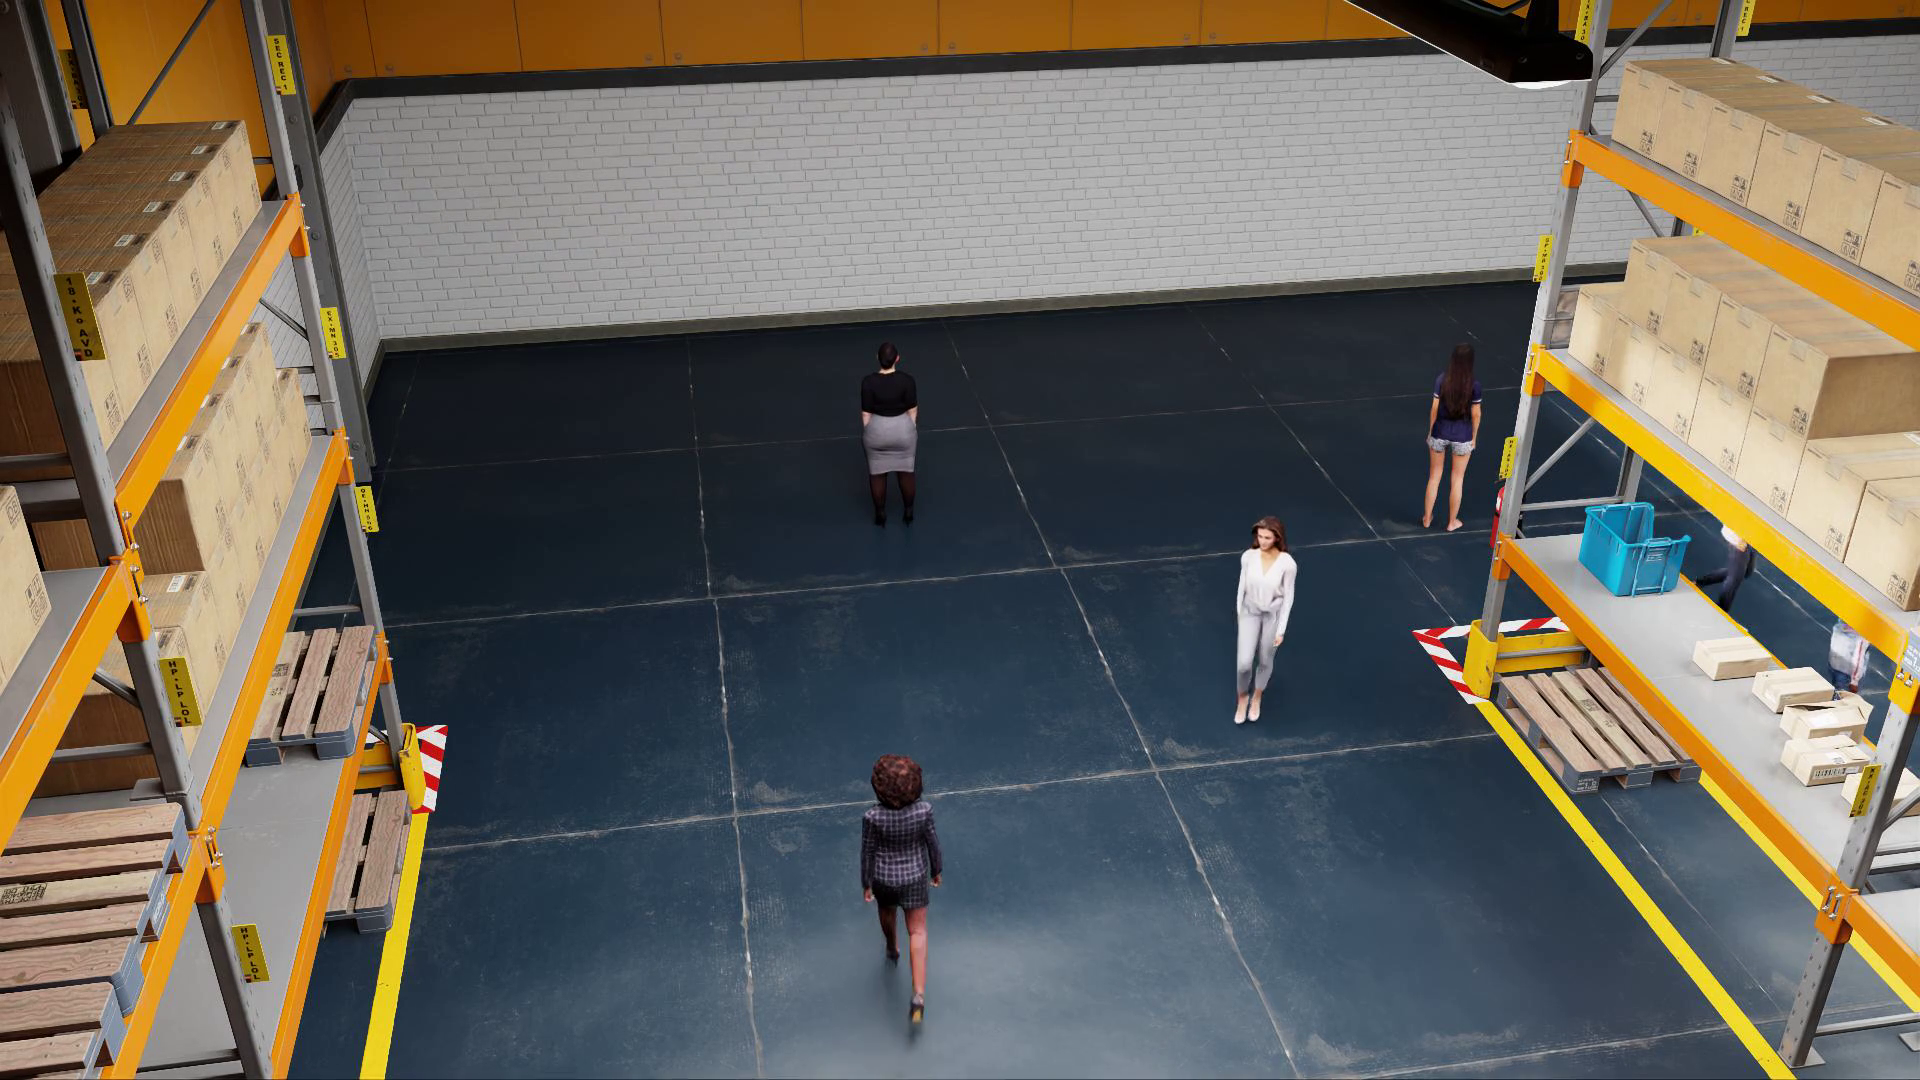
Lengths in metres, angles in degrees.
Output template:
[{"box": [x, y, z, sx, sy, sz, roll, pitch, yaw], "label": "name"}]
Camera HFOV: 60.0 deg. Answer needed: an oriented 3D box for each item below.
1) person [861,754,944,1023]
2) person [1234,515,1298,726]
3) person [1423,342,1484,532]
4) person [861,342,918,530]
[{"box": [-0.330, 2.008, 9.539, 0.652, 1.672, 1.028, -3, 29, -6], "label": "person"}, {"box": [2.234, 0.560, 12.111, 0.715, 1.751, 0.779, 10, 30, 18], "label": "person"}, {"box": [4.370, -0.912, 14.795, 0.669, 1.765, 0.700, 13, 31, 23], "label": "person"}, {"box": [-0.622, -0.929, 14.833, 0.672, 1.759, 0.631, -2, 29, -5], "label": "person"}]
